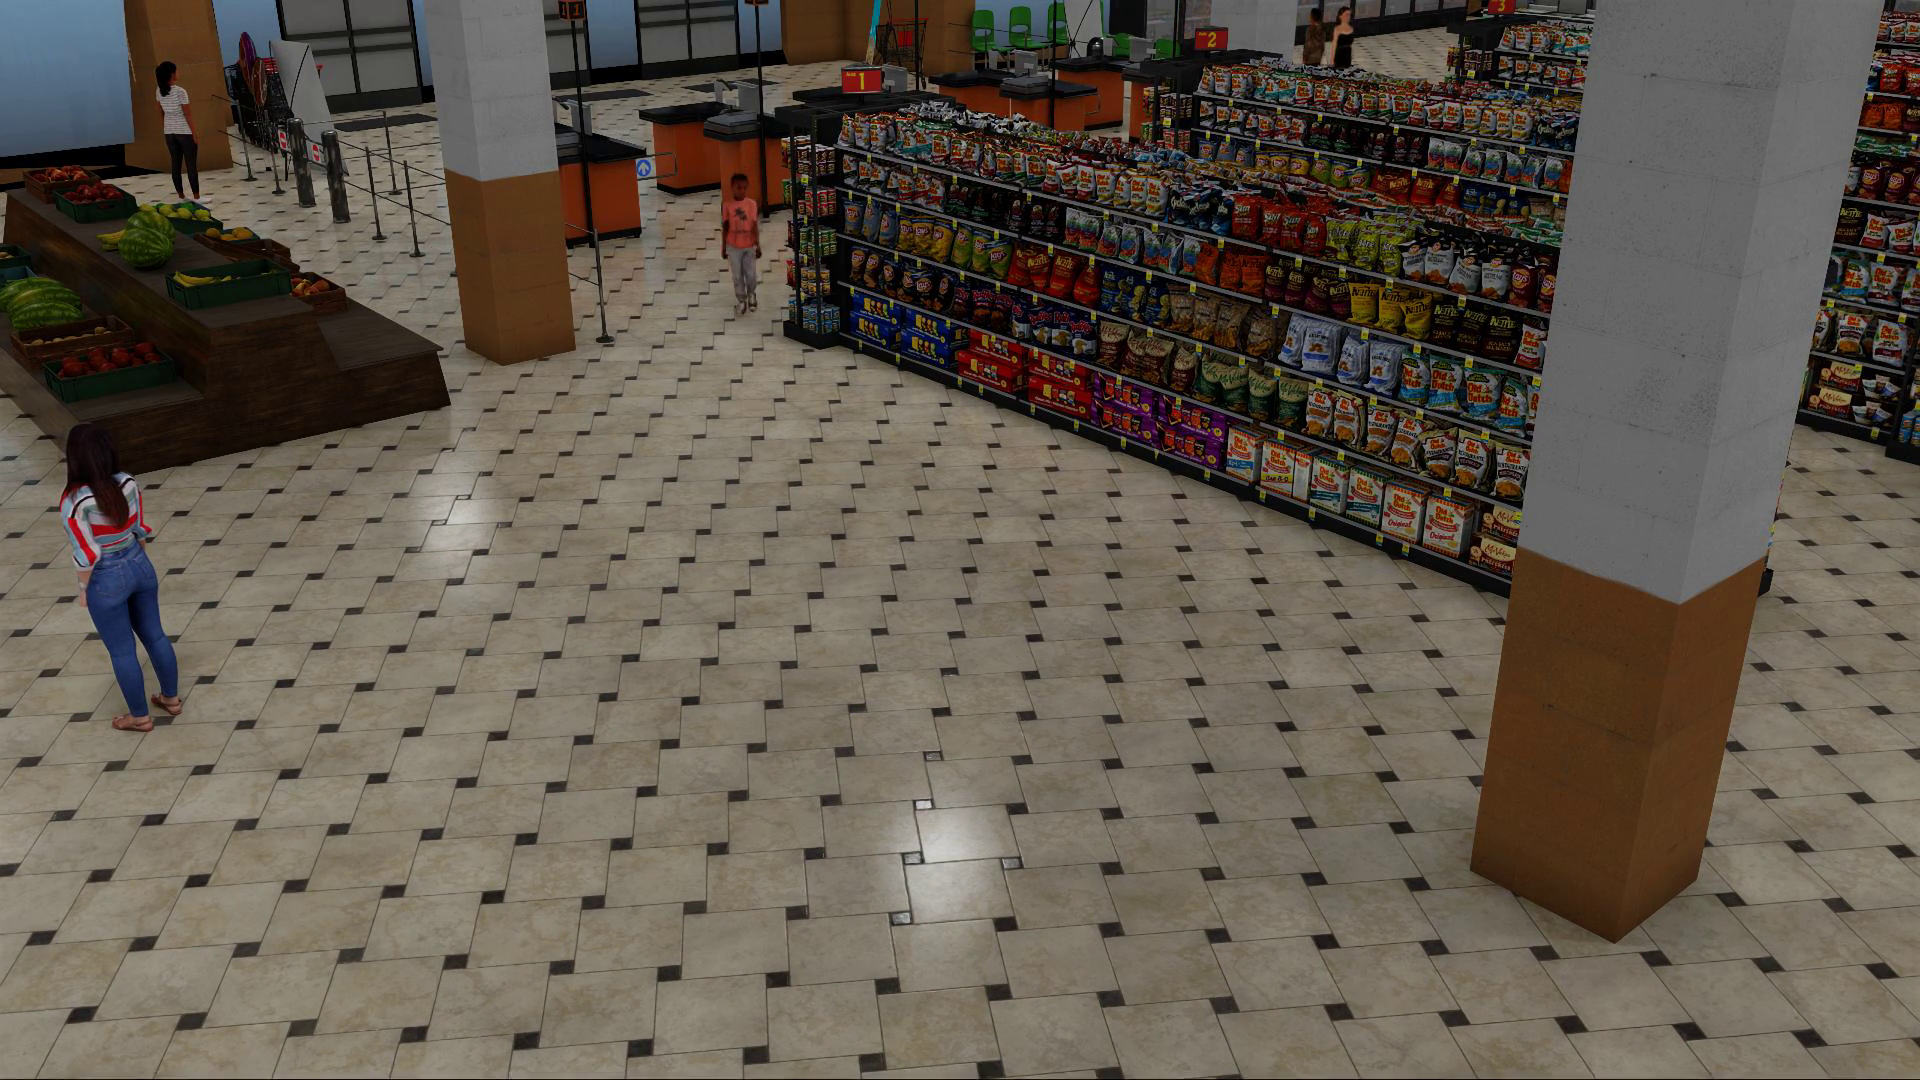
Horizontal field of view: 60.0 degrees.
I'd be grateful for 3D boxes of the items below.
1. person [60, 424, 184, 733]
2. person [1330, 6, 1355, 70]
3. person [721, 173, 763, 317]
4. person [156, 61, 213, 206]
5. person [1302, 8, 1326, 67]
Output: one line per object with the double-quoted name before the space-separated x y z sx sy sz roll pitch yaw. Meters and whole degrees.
"person" -4.165 0.182 8.239 0.653 1.614 0.659 11 26 23
"person" 5.725 -7.245 25.212 0.615 1.613 0.814 -15 28 -30
"person" -1.989 -2.734 15.290 0.636 1.303 0.696 1 24 3
"person" -9.166 -4.773 19.524 0.625 1.645 0.715 6 24 14
"person" 5.609 -7.693 26.434 0.601 1.454 0.582 -15 28 -31
